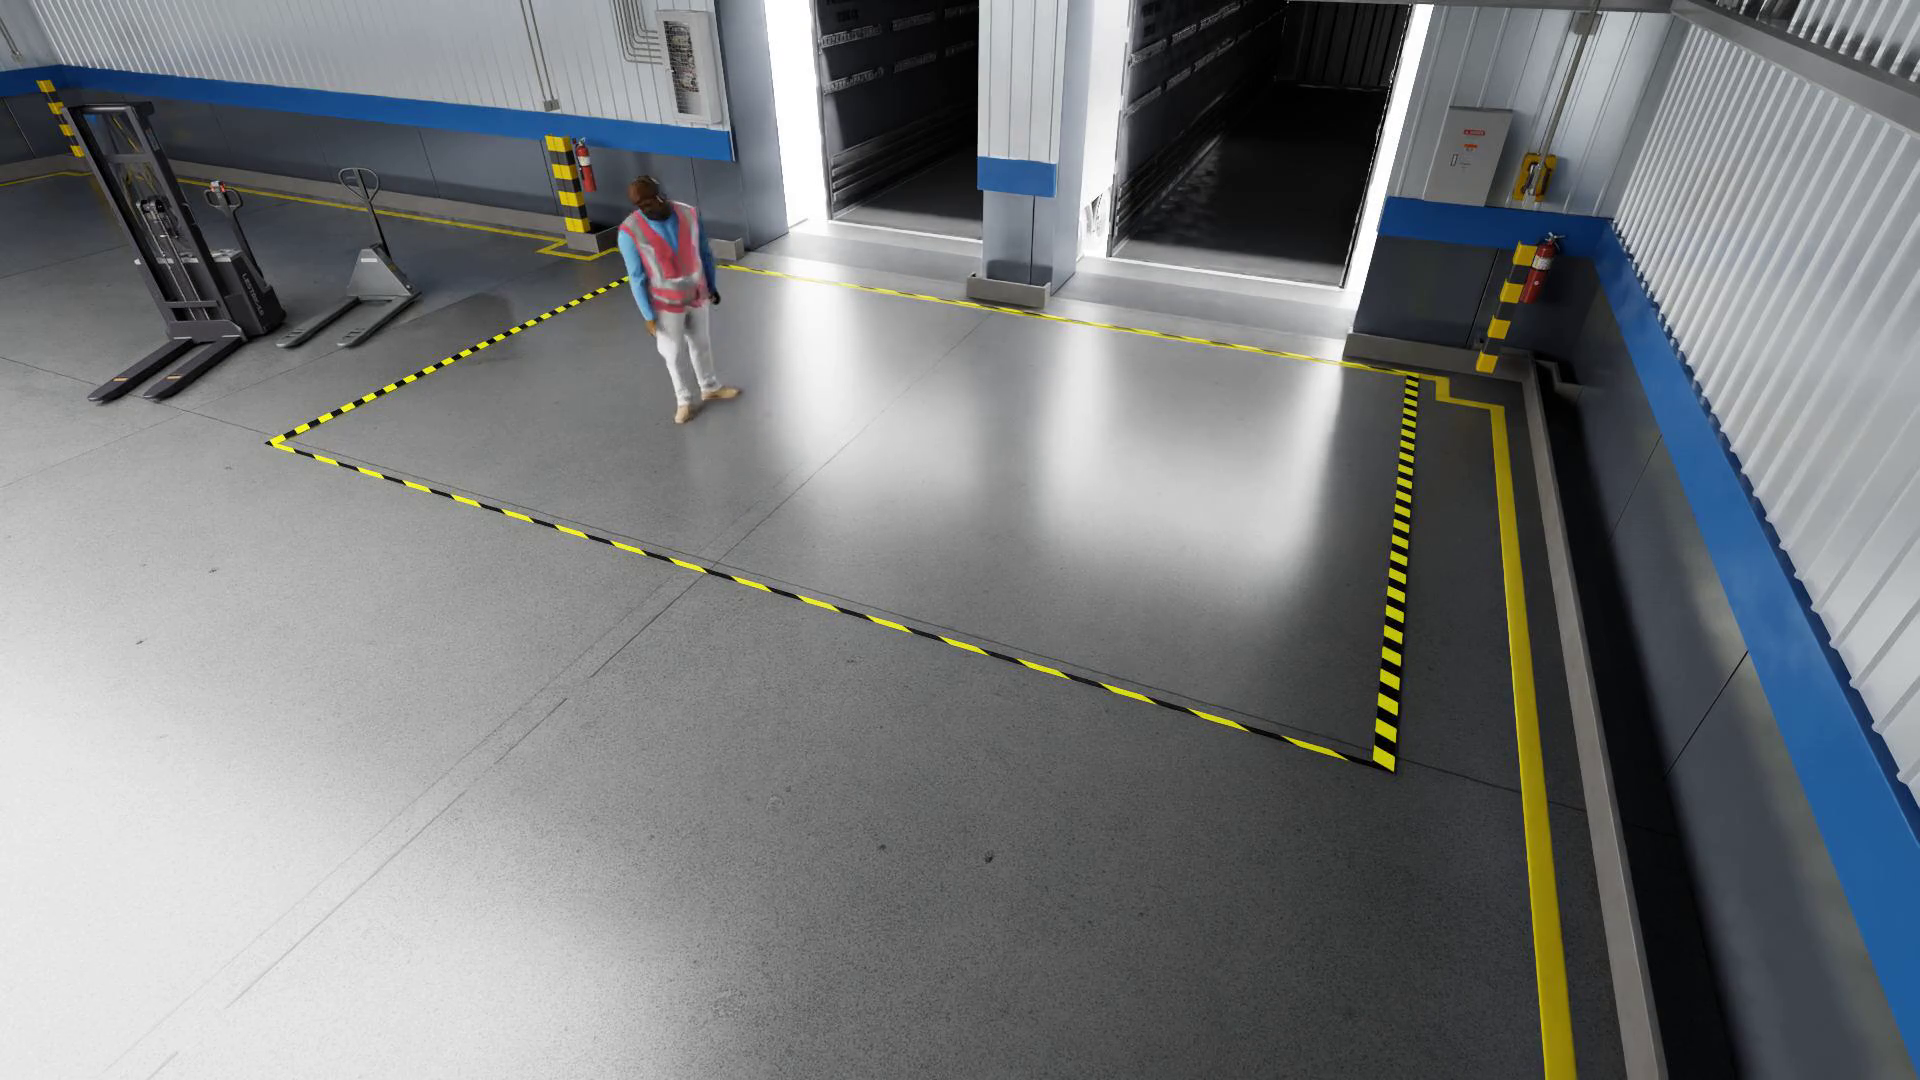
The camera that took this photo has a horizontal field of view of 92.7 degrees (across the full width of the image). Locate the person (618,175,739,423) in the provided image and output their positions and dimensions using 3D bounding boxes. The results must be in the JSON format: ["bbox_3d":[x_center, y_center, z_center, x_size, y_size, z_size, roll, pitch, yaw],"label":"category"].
[{"bbox_3d":[-2.021,-1.743,6.686,0.726,1.810,0.433,-29,44,-35],"label":"person"}]

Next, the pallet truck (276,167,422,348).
[{"bbox_3d":[-5.732,-2.611,8.414,0.680,1.201,1.601,-1,35,-1],"label":"pallet truck"}]

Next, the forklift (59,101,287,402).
[{"bbox_3d":[-6.686,-2.387,7.434,0.823,1.965,1.885,-3,35,-5],"label":"forklift"}]
